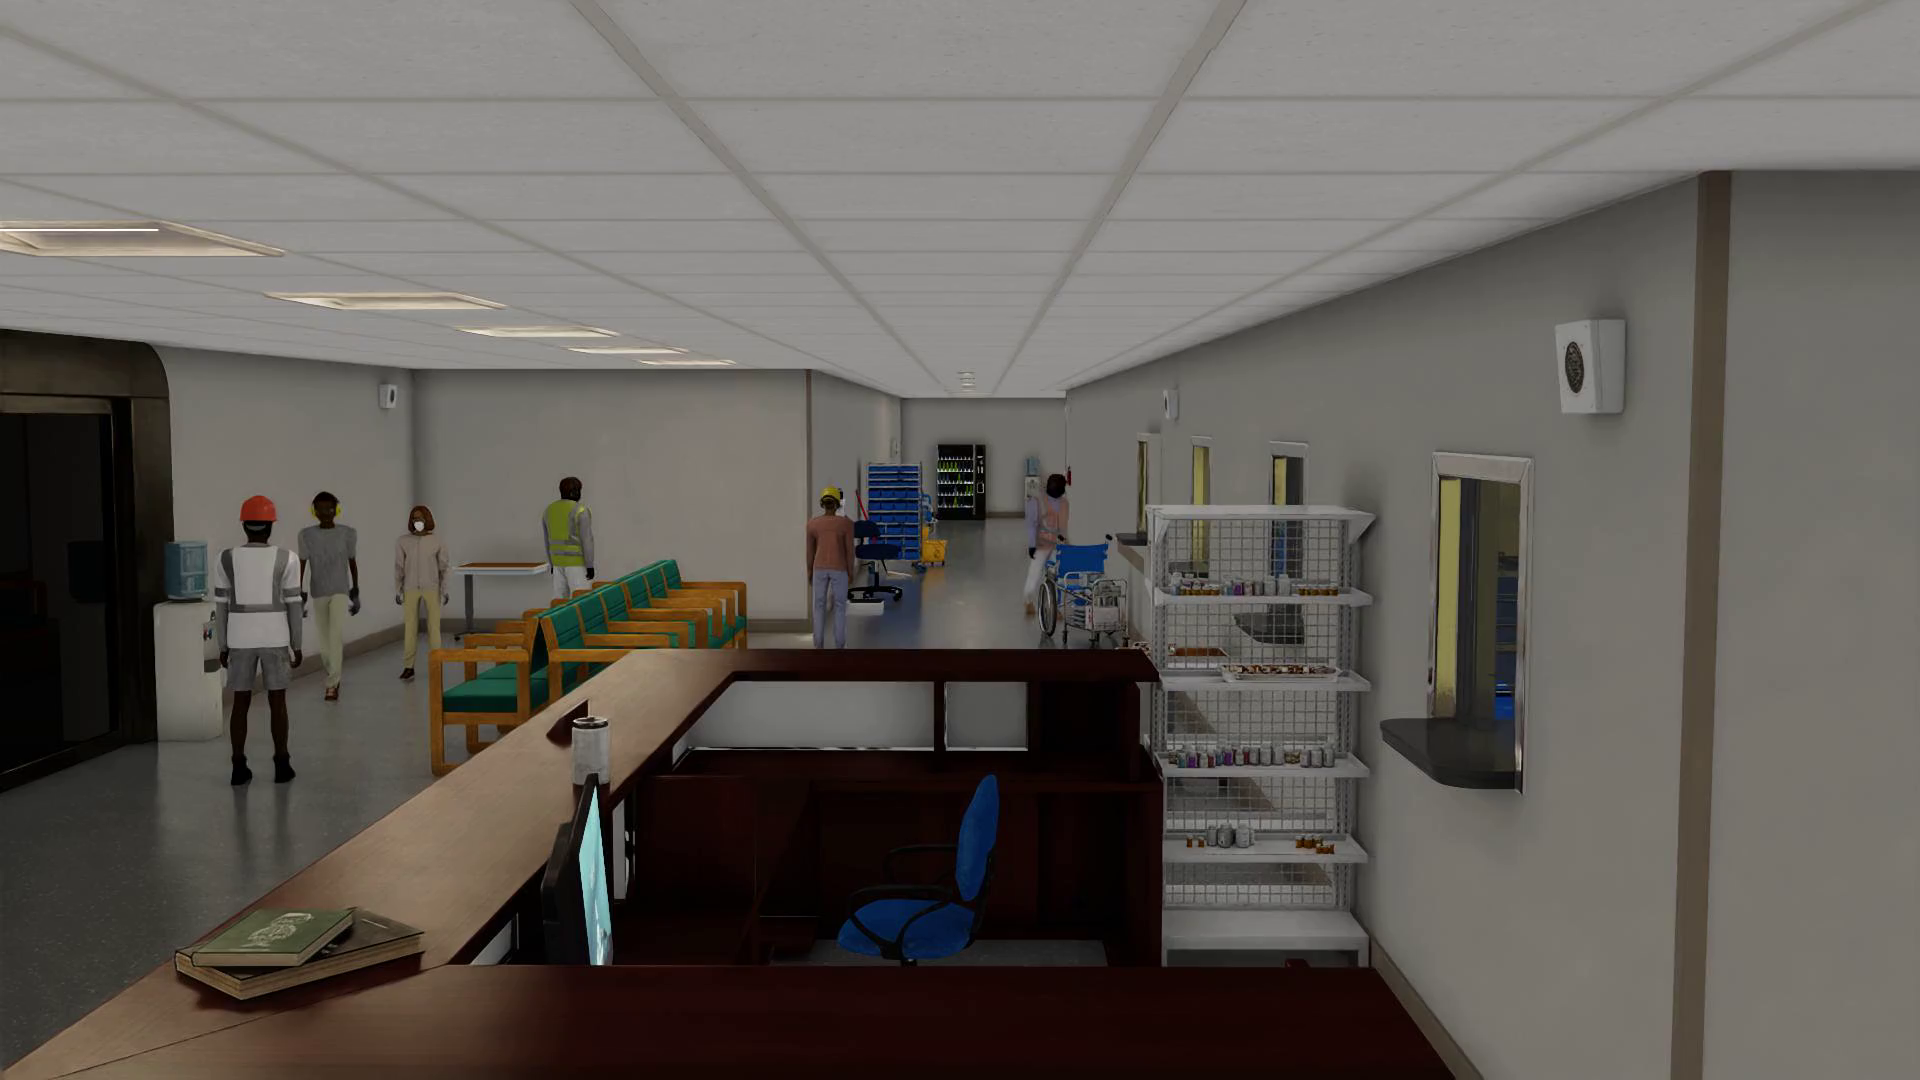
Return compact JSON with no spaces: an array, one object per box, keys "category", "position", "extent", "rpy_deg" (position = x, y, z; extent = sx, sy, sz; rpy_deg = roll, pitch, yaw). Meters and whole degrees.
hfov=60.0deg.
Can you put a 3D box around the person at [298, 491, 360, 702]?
[{"category":"person","position":[-5.578,0.465,14.690],"extent":[0.522,1.831,0.940],"rpy_deg":[-1,4,-15]}]

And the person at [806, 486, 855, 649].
[{"category":"person","position":[-1.334,0.324,17.189],"extent":[0.517,1.752,0.374],"rpy_deg":[1,4,12]}]

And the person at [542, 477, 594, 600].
[{"category":"person","position":[-4.080,0.255,17.490],"extent":[0.626,1.844,0.429],"rpy_deg":[2,5,29]}]

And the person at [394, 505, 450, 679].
[{"category":"person","position":[-5.052,0.490,15.622],"extent":[0.498,1.634,0.280],"rpy_deg":[-1,4,-10]}]

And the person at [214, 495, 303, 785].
[{"category":"person","position":[-4.678,0.667,11.121],"extent":[0.546,1.930,0.385],"rpy_deg":[-1,4,-12]}]

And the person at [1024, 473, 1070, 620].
[{"category":"person","position":[1.062,0.067,20.512],"extent":[0.634,1.796,0.900],"rpy_deg":[-2,5,-26]}]
